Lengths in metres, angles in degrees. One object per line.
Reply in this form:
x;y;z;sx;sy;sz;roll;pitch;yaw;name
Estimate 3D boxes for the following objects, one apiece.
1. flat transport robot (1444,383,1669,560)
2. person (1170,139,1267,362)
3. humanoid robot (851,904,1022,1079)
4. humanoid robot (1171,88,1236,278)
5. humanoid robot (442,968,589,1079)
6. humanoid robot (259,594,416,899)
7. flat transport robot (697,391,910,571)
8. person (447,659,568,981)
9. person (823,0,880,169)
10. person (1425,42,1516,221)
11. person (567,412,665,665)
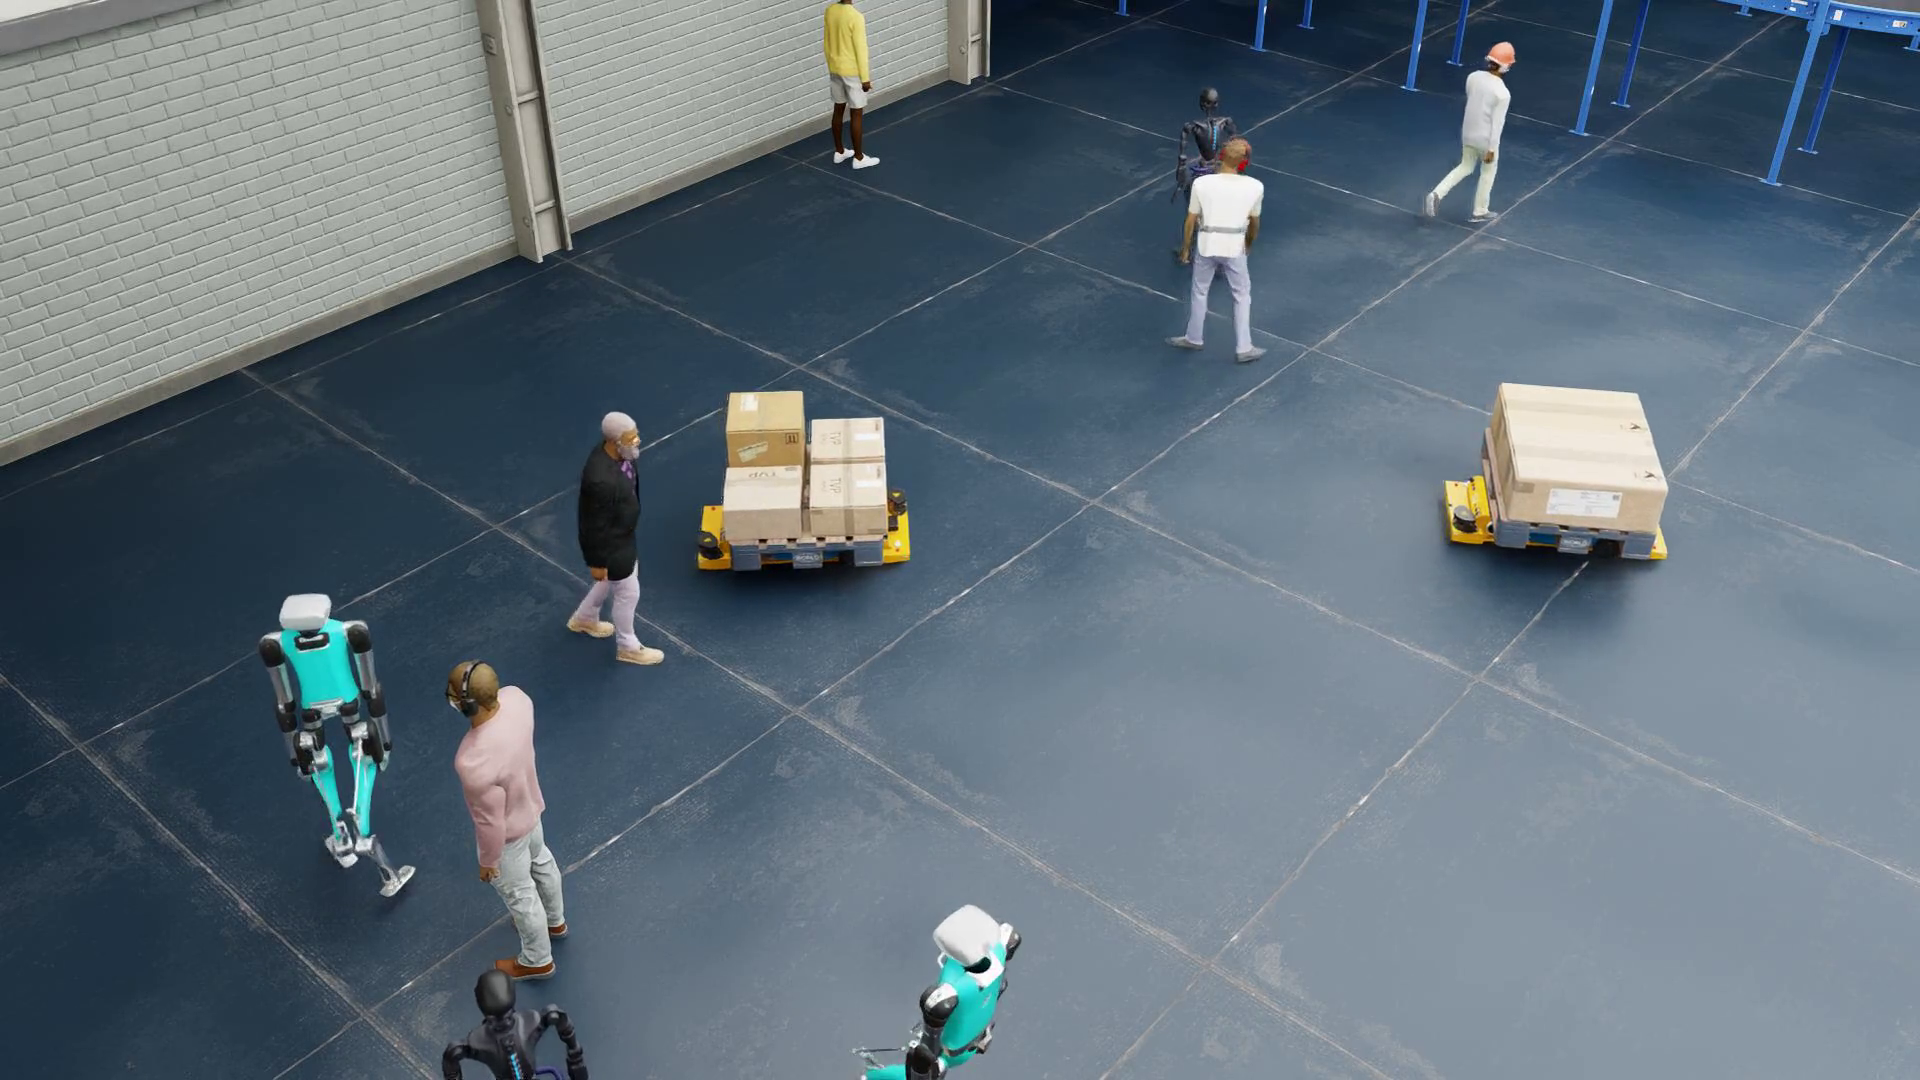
4.156;-0.180;11.640;1.431;0.231;0.659;5;36;8;flat transport robot
2.128;-2.296;13.279;0.847;1.818;0.446;4;36;5;person
-0.164;2.135;7.144;0.806;1.796;0.538;26;43;31;humanoid robot
2.146;-3.160;14.627;0.602;1.627;0.681;-10;37;-14;humanoid robot
-1.797;2.356;6.863;0.591;1.654;0.327;-17;39;-22;humanoid robot
-3.158;1.194;8.463;0.531;1.763;0.869;-9;36;-12;humanoid robot
-1.073;-0.080;11.500;1.431;0.231;0.659;-2;36;-3;flat transport robot
-2.194;1.355;8.048;0.359;1.937;0.636;4;36;5;person
-1.112;-4.642;16.502;0.543;1.899;0.380;28;44;34;person
4.786;-3.745;15.387;0.657;1.721;0.560;-16;39;-21;person
-2.167;-0.017;10.090;0.644;1.814;0.565;3;36;4;person
